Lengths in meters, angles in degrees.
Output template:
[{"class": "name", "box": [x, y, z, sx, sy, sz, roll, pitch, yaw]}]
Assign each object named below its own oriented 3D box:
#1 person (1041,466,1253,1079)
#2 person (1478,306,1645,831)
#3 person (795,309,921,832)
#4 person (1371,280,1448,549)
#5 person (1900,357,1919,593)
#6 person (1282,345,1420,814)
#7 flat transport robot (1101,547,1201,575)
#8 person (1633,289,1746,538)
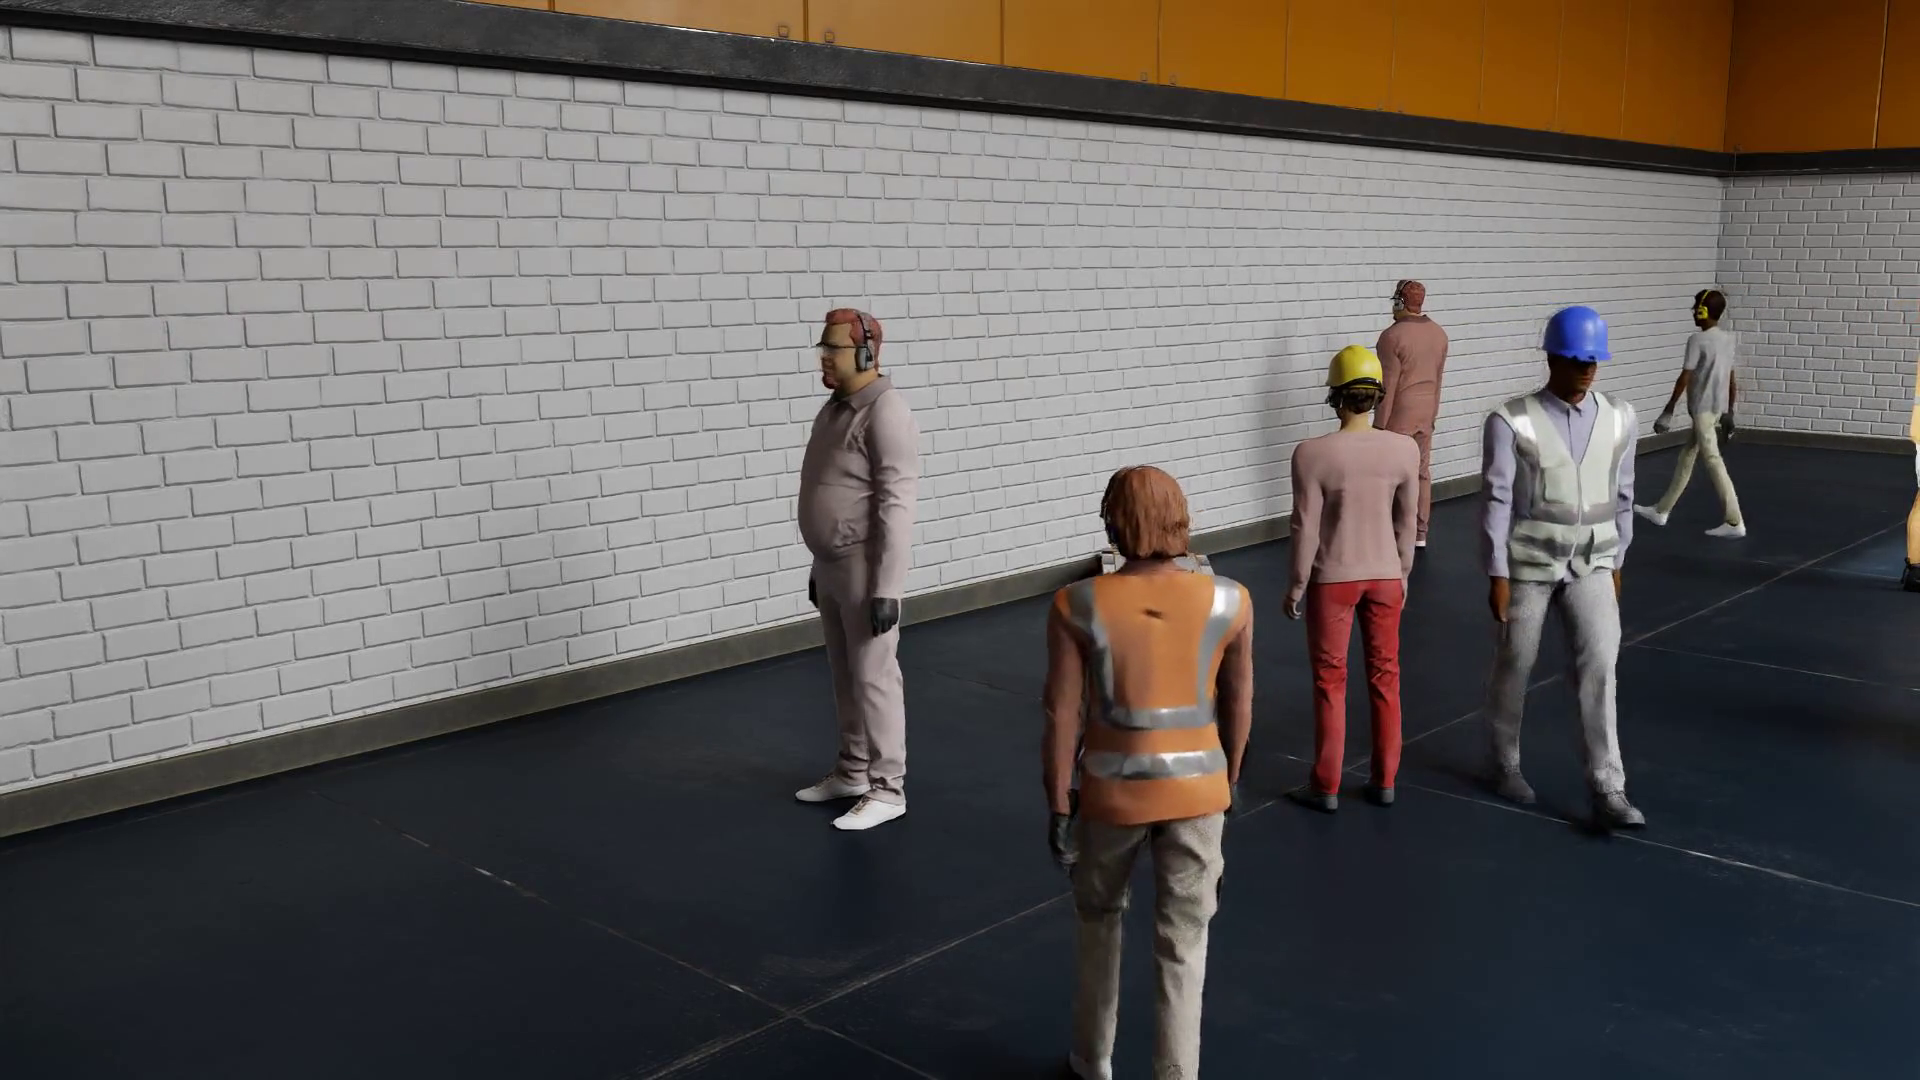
[{"class": "person", "box": [0.454, 0.624, 4.050, 0.520, 1.614, 0.634, 0, 10, 1]}, {"class": "person", "box": [2.228, 0.116, 6.085, 0.628, 1.907, 0.926, 0, 10, -2]}, {"class": "person", "box": [-0.398, 0.106, 6.159, 0.403, 1.908, 0.681, -5, 11, -26]}, {"class": "person", "box": [3.098, -0.858, 11.649, 0.648, 1.907, 0.409, -7, 12, -36]}, {"class": "person", "box": [6.070, -0.631, 10.270, 0.362, 1.938, 0.545, 5, 11, 28]}, {"class": "person", "box": [1.469, 0.155, 6.280, 0.523, 1.769, 0.322, -2, 10, -13]}, {"class": "flat transport robot", "box": [1.179, 0.259, 9.941, 0.652, 0.197, 1.431, 1, 10, 4]}, {"class": "person", "box": [5.503, -0.949, 12.416, 0.538, 1.818, 0.971, -7, 12, -36]}]
